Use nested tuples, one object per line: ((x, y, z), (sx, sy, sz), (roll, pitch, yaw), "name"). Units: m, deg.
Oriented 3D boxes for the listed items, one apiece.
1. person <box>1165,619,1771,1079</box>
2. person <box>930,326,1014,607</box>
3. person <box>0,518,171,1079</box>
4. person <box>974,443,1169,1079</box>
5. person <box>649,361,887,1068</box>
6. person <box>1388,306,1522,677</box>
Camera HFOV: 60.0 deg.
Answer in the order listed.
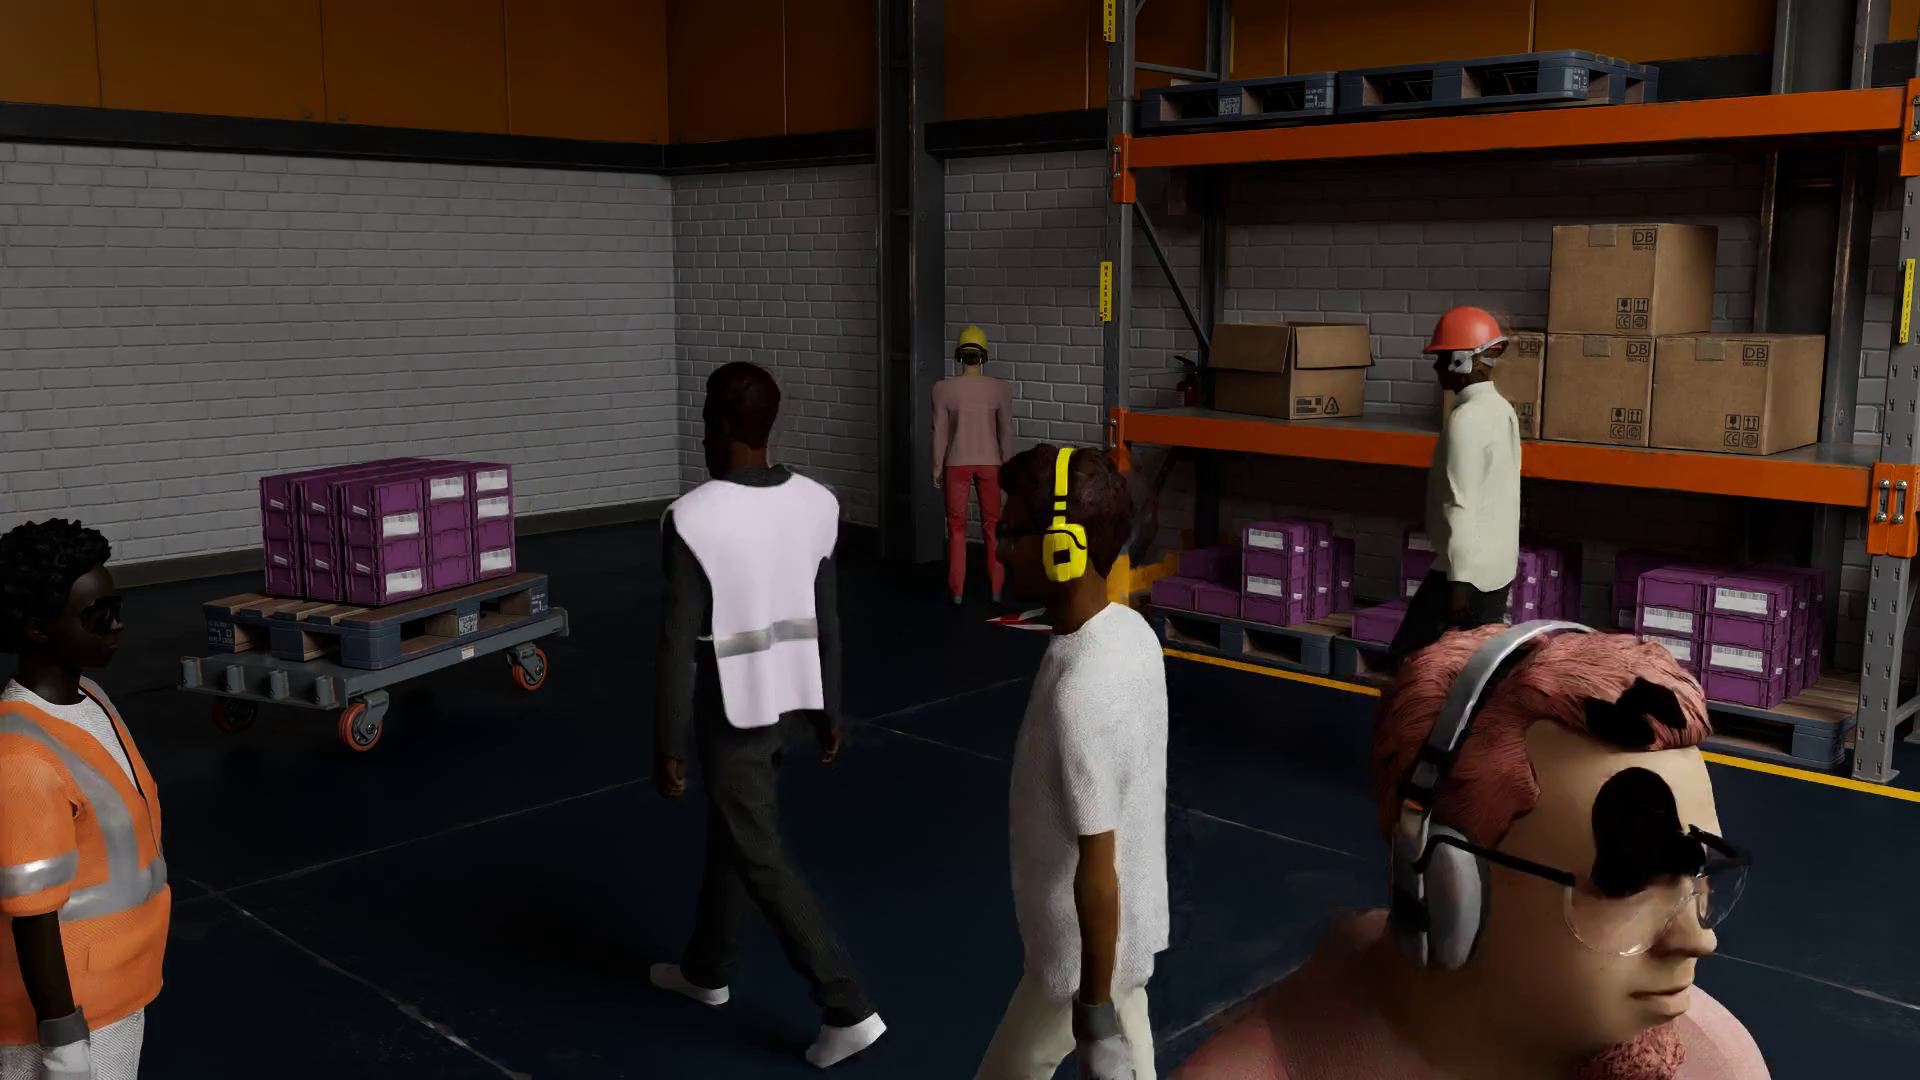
((0.378, 0.981, 1.254), (0.677, 1.901, 0.616), (-5, 10, -28), "person")
((0.070, -0.459, 10.466), (0.533, 1.767, 0.327), (-1, 9, -8), "person")
((-1.556, 0.803, 2.942), (0.315, 1.696, 0.541), (-3, 10, -19), "person")
((0.283, 0.739, 2.943), (0.901, 1.832, 0.504), (3, 10, 20), "person")
((-0.544, 0.457, 4.511), (0.943, 1.882, 0.600), (7, 12, 37), "person")
((1.926, 0.089, 6.450), (0.599, 1.971, 0.652), (6, 11, 34), "person")
